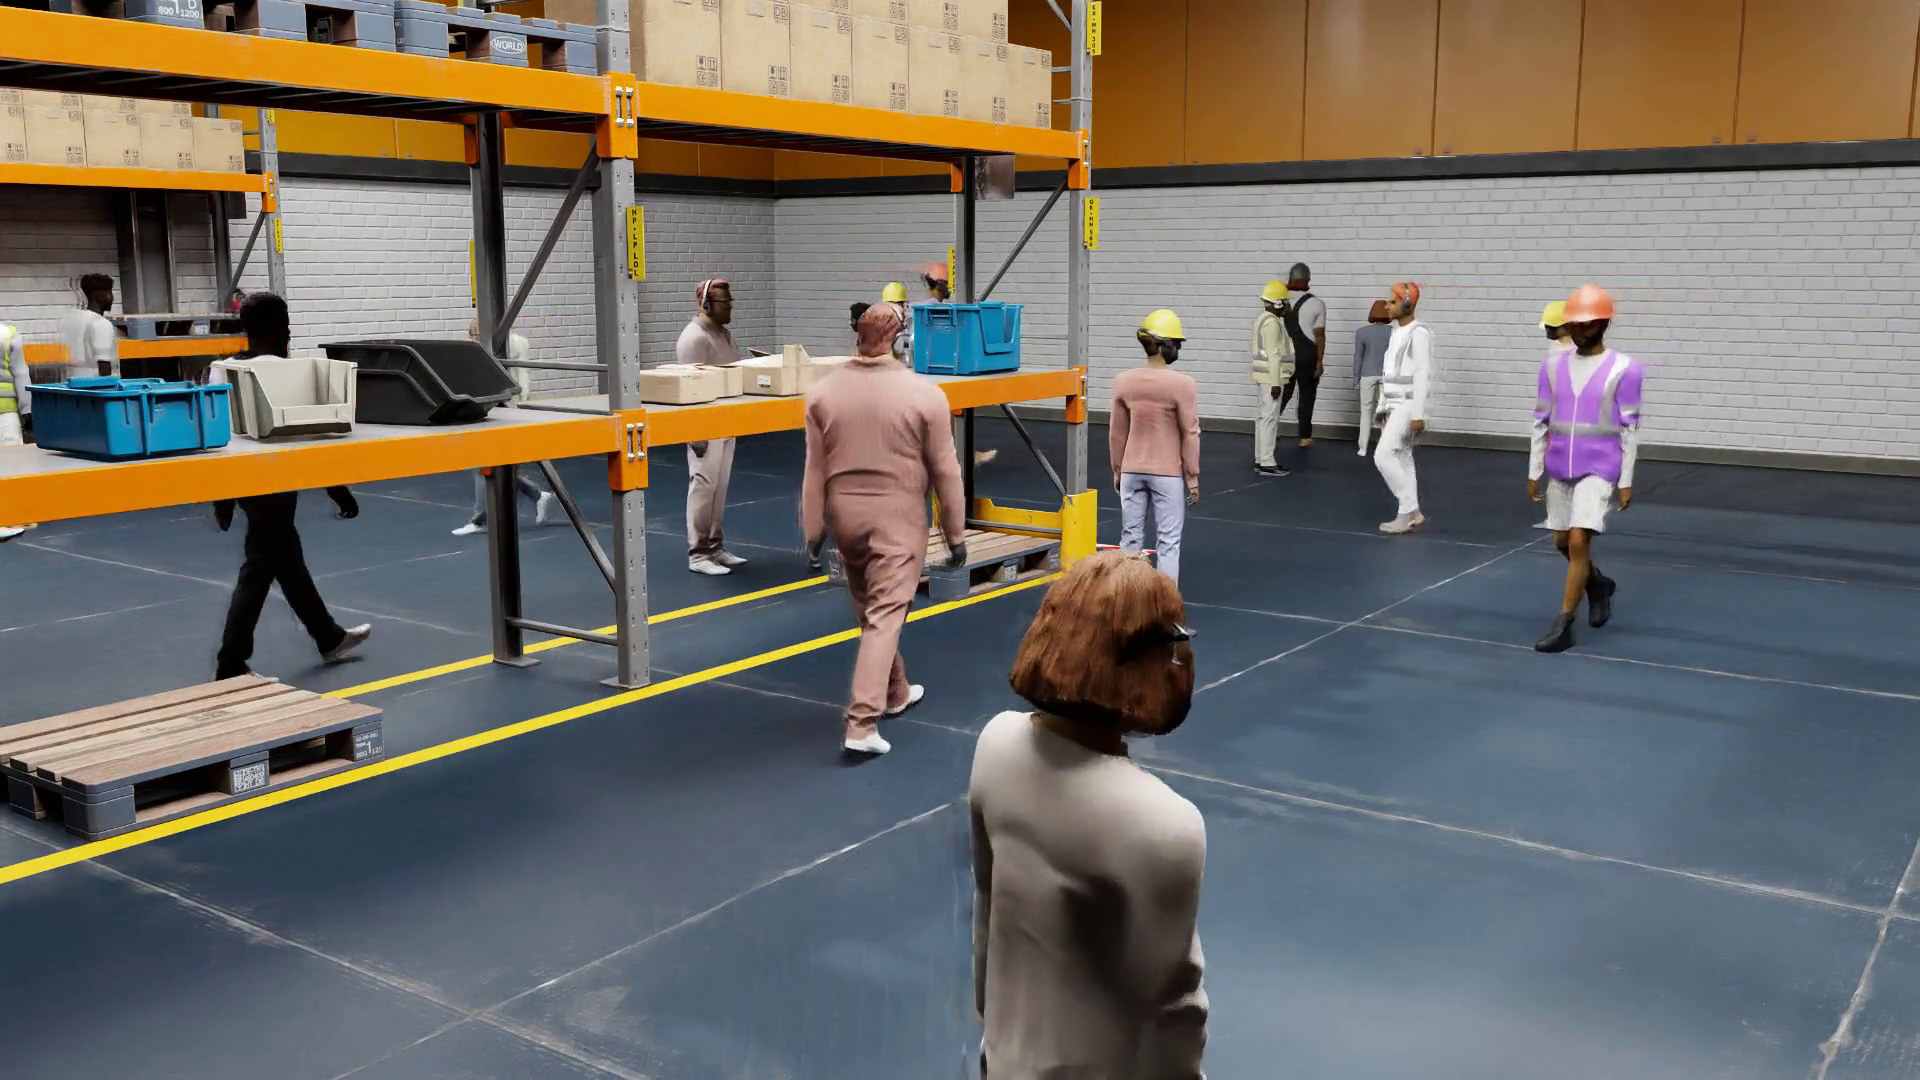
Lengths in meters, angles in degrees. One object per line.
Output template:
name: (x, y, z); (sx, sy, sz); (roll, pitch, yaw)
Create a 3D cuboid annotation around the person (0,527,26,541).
person: (-7.266, -0.837, 11.639); (1.026, 1.854, 0.657); (-3, 10, -16)

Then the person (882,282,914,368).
person: (-0.572, -1.344, 14.659); (0.587, 1.835, 0.404); (2, 10, 11)

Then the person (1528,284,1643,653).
person: (3.314, -0.394, 8.794); (0.880, 1.909, 0.555); (-9, 13, -44)

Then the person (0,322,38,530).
person: (-7.240, -0.965, 12.378); (0.634, 1.841, 0.429); (-2, 10, -13)

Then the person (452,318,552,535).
person: (-3.435, -0.852, 12.376); (0.694, 1.612, 0.501); (-4, 10, -23)

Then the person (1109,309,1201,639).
person: (1.050, -0.344, 8.907); (0.529, 1.765, 0.327); (7, 12, 37)

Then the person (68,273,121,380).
person: (-7.150, -1.273, 13.968); (0.632, 1.911, 0.990); (7, 12, 36)

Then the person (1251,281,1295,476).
person: (2.967, -1.528, 15.754); (0.404, 1.831, 0.601); (0, 10, 2)

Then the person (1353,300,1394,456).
person: (4.328, -1.671, 17.229); (0.494, 1.624, 0.281); (1, 10, 6)

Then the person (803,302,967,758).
person: (-0.312, -0.063, 6.989); (0.672, 1.856, 1.016); (4, 10, 23)

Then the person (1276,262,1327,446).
person: (3.620, -2.009, 18.003); (0.689, 2.000, 0.776); (6, 11, 30)

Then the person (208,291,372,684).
person: (-3.250, -0.243, 8.001); (0.610, 1.871, 1.006); (6, 11, 33)

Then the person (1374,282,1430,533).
person: (3.268, -0.965, 12.314); (0.446, 1.870, 0.585); (1, 10, 3)

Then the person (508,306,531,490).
person: (-3.957, -1.220, 14.279); (0.535, 1.716, 0.946); (-2, 10, -12)

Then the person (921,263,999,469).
person: (-0.132, -1.645, 15.983); (1.020, 1.987, 0.628); (-2, 10, -12)

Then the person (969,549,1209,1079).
person: (0.148, 0.813, 2.426); (0.458, 1.620, 0.522); (-6, 11, -32)

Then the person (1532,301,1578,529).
person: (4.486, -0.922, 12.434); (0.451, 1.726, 0.598); (0, 10, 3)

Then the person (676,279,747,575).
person: (-1.588, -0.736, 10.822); (0.403, 1.906, 0.651); (2, 10, 11)

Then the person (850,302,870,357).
person: (-0.866, -1.374, 15.386); (0.882, 1.650, 0.533); (-1, 10, -3)
